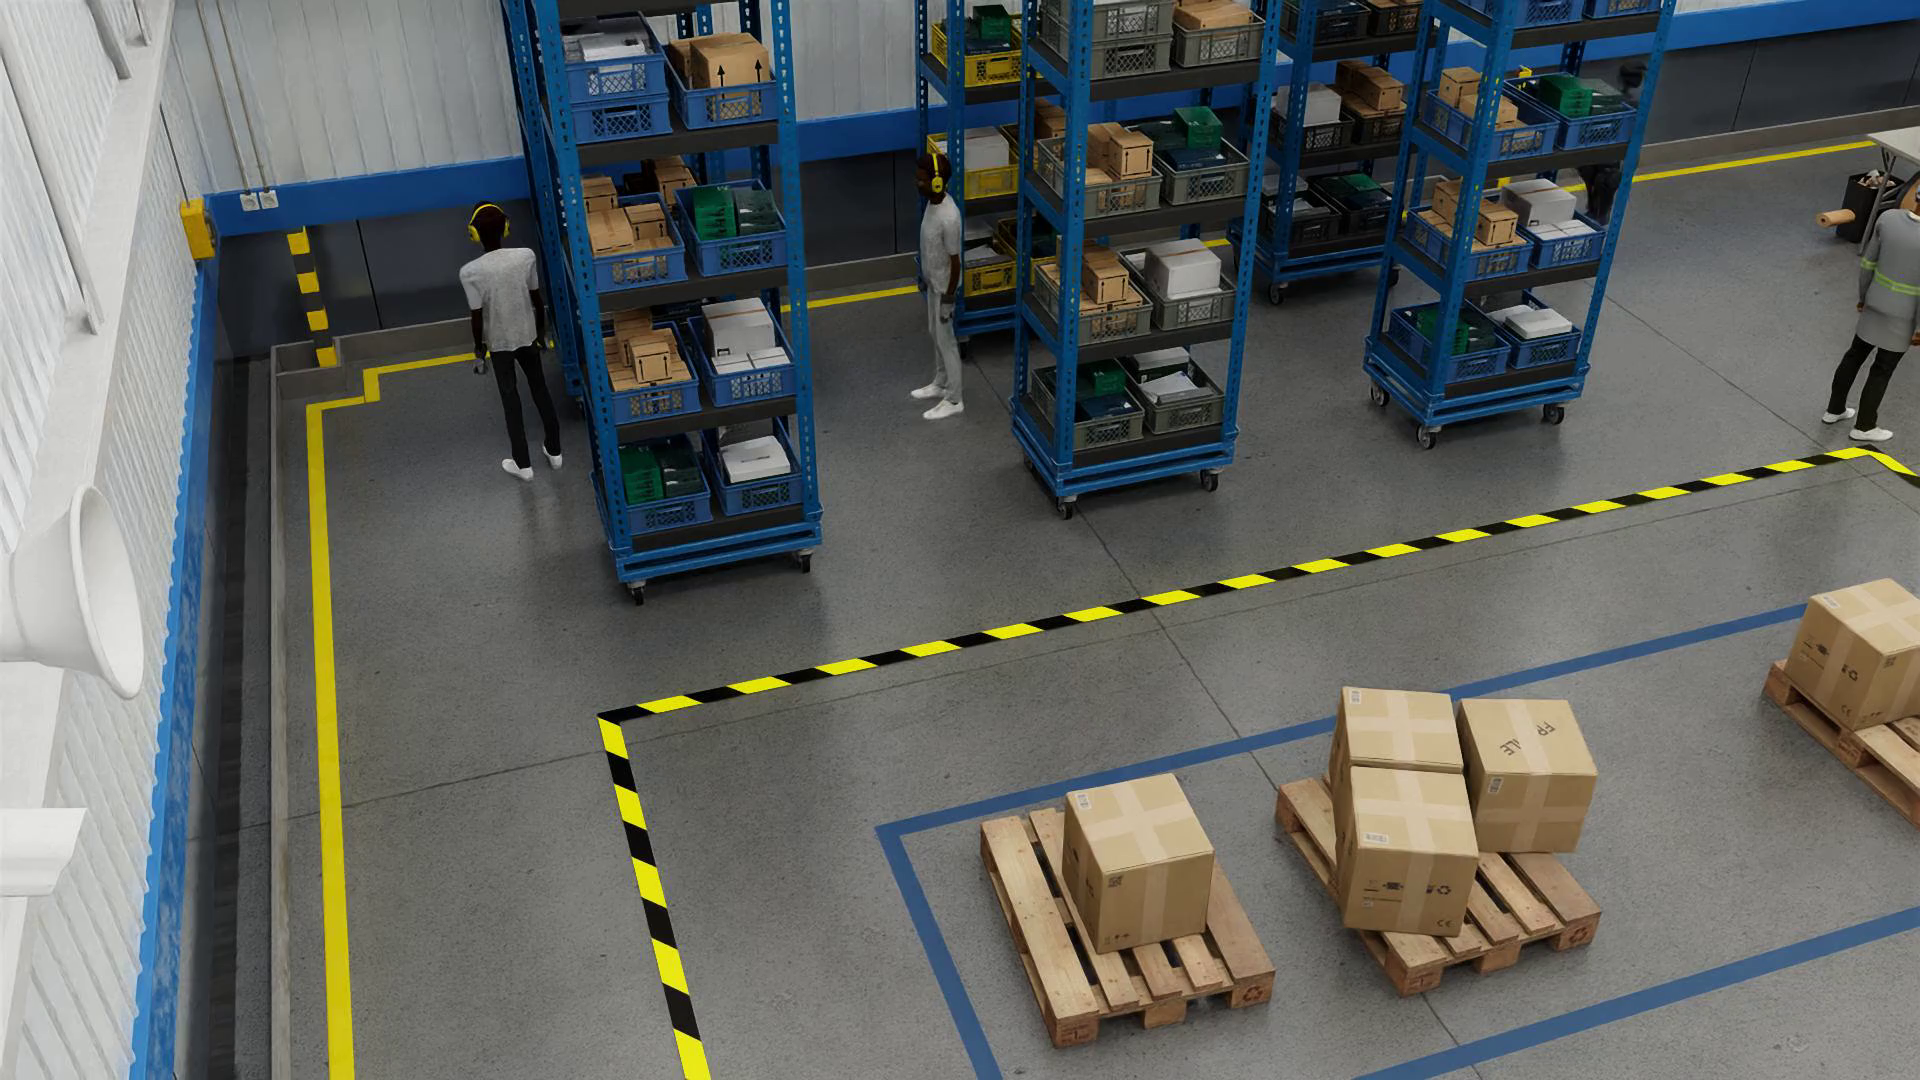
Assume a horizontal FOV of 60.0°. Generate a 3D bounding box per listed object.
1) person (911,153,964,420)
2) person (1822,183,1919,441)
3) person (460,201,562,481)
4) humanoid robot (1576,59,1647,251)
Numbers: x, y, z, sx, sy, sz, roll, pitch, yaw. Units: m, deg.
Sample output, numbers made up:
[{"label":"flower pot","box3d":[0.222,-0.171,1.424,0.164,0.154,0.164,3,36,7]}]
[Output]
[{"label":"person","box3d":[-0.145,-1.680,11.050,0.309,1.868,0.531,-9,36,-12]},{"label":"person","box3d":[6.086,-1.512,10.825,0.372,1.852,0.588,-12,37,-17]},{"label":"person","box3d":[-2.818,-1.235,10.416,0.517,1.873,0.332,-23,41,-29]},{"label":"humanoid robot","box3d":[4.996,-2.963,13.050,0.585,1.640,0.609,-15,38,-20]}]
